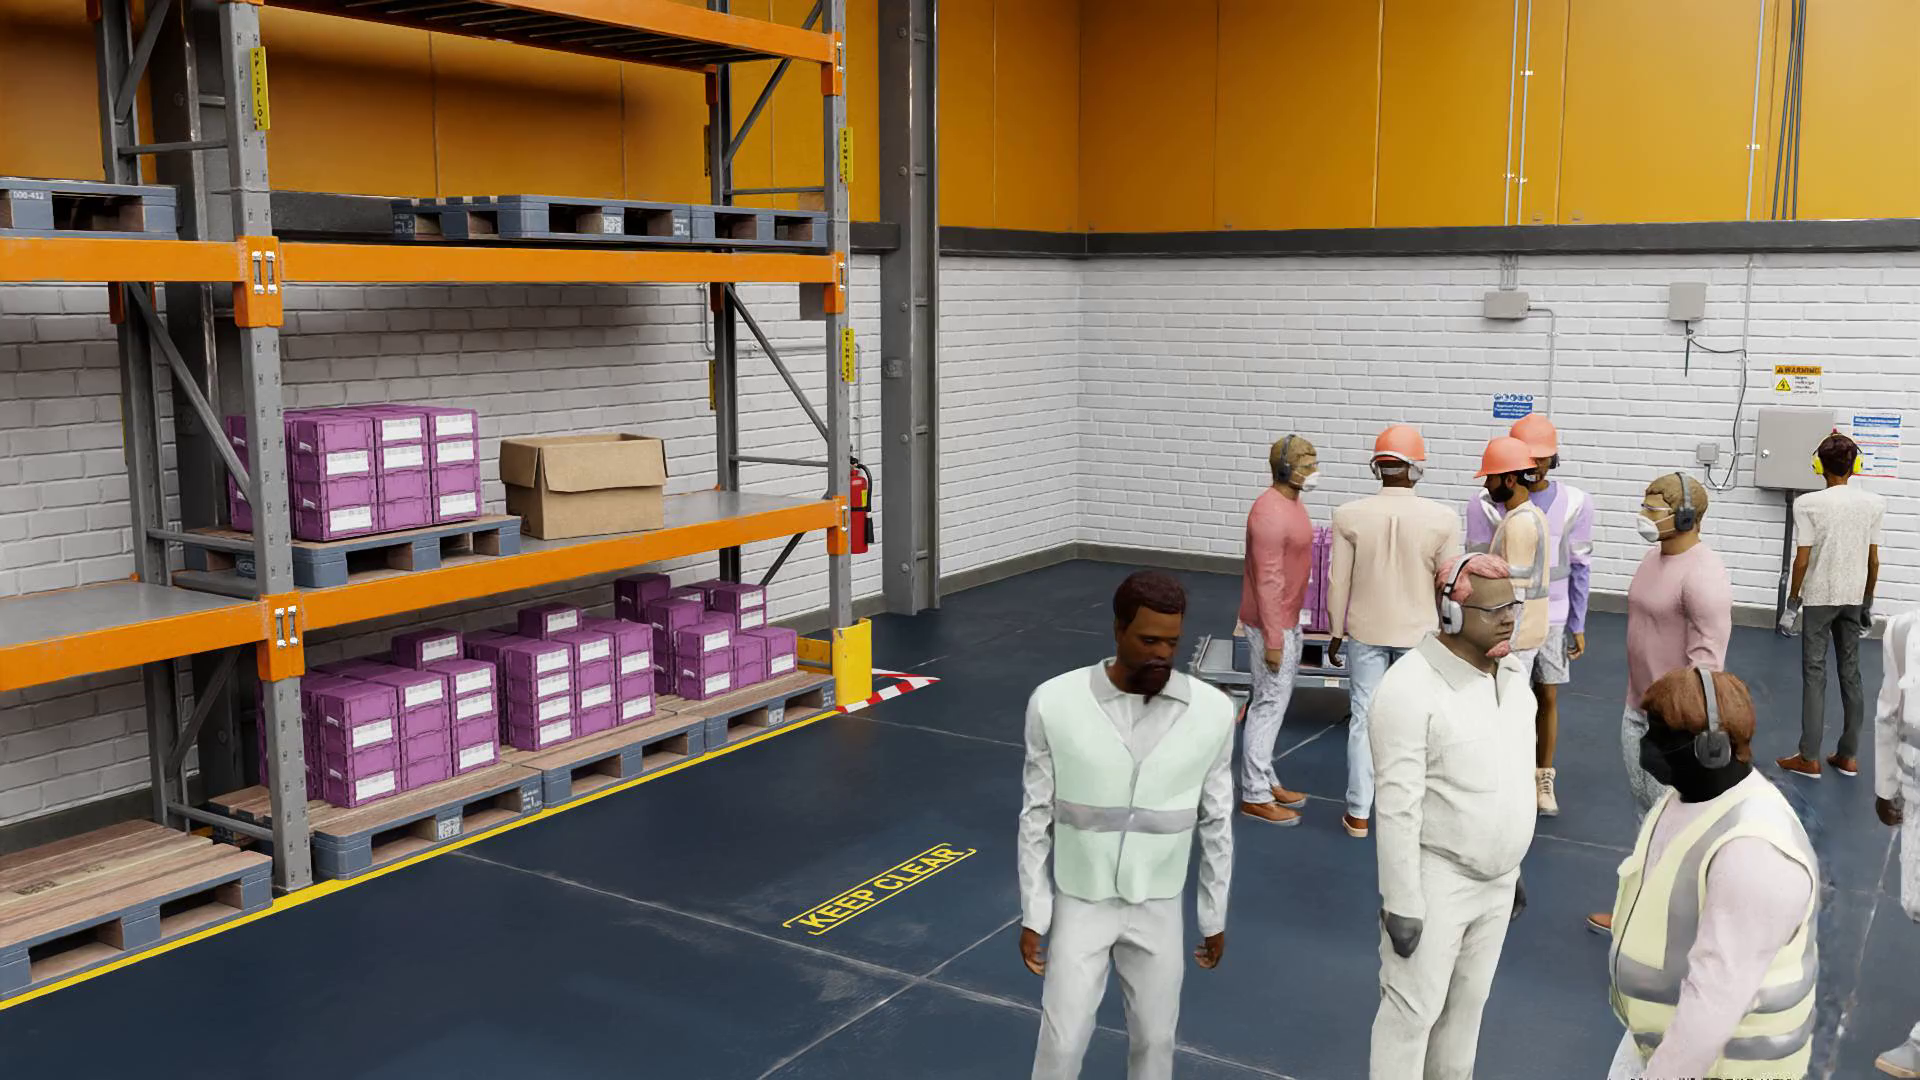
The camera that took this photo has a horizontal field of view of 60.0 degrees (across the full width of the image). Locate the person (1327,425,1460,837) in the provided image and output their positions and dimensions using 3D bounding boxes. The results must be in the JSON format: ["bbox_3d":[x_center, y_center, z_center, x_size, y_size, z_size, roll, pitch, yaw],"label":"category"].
[{"bbox_3d":[2.074,0.444,7.985,0.616,1.990,0.393,2,9,15],"label":"person"}]

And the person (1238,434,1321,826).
[{"bbox_3d":[1.577,0.436,8.257,0.376,1.932,0.636,3,9,20],"label":"person"}]

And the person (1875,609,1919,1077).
[{"bbox_3d":[3.451,0.869,5.681,0.747,1.859,0.597,-4,10,-26],"label":"person"}]

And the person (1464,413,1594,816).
[{"bbox_3d":[2.814,0.384,8.278,0.605,2.033,0.436,2,9,11],"label":"person"}]

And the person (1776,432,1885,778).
[{"bbox_3d":[4.686,0.355,8.984,0.519,1.865,0.335,-1,9,-4],"label":"person"}]

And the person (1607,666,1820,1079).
[{"bbox_3d":[1.642,1.181,3.873,0.987,1.781,0.623,1,9,4],"label":"person"}]

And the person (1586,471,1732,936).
[{"bbox_3d":[2.765,0.696,6.528,0.372,1.940,0.630,0,9,1],"label":"person"}]

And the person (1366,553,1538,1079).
[{"bbox_3d":[1.442,0.979,4.787,0.641,1.910,0.401,-7,11,-38],"label":"person"}]

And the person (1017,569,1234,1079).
[{"bbox_3d":[0.454,1.007,4.641,0.601,1.899,0.406,-1,9,-6],"label":"person"}]

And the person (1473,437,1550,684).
[{"bbox_3d":[2.678,0.455,8.150,0.391,1.923,0.551,3,9,21],"label":"person"}]
